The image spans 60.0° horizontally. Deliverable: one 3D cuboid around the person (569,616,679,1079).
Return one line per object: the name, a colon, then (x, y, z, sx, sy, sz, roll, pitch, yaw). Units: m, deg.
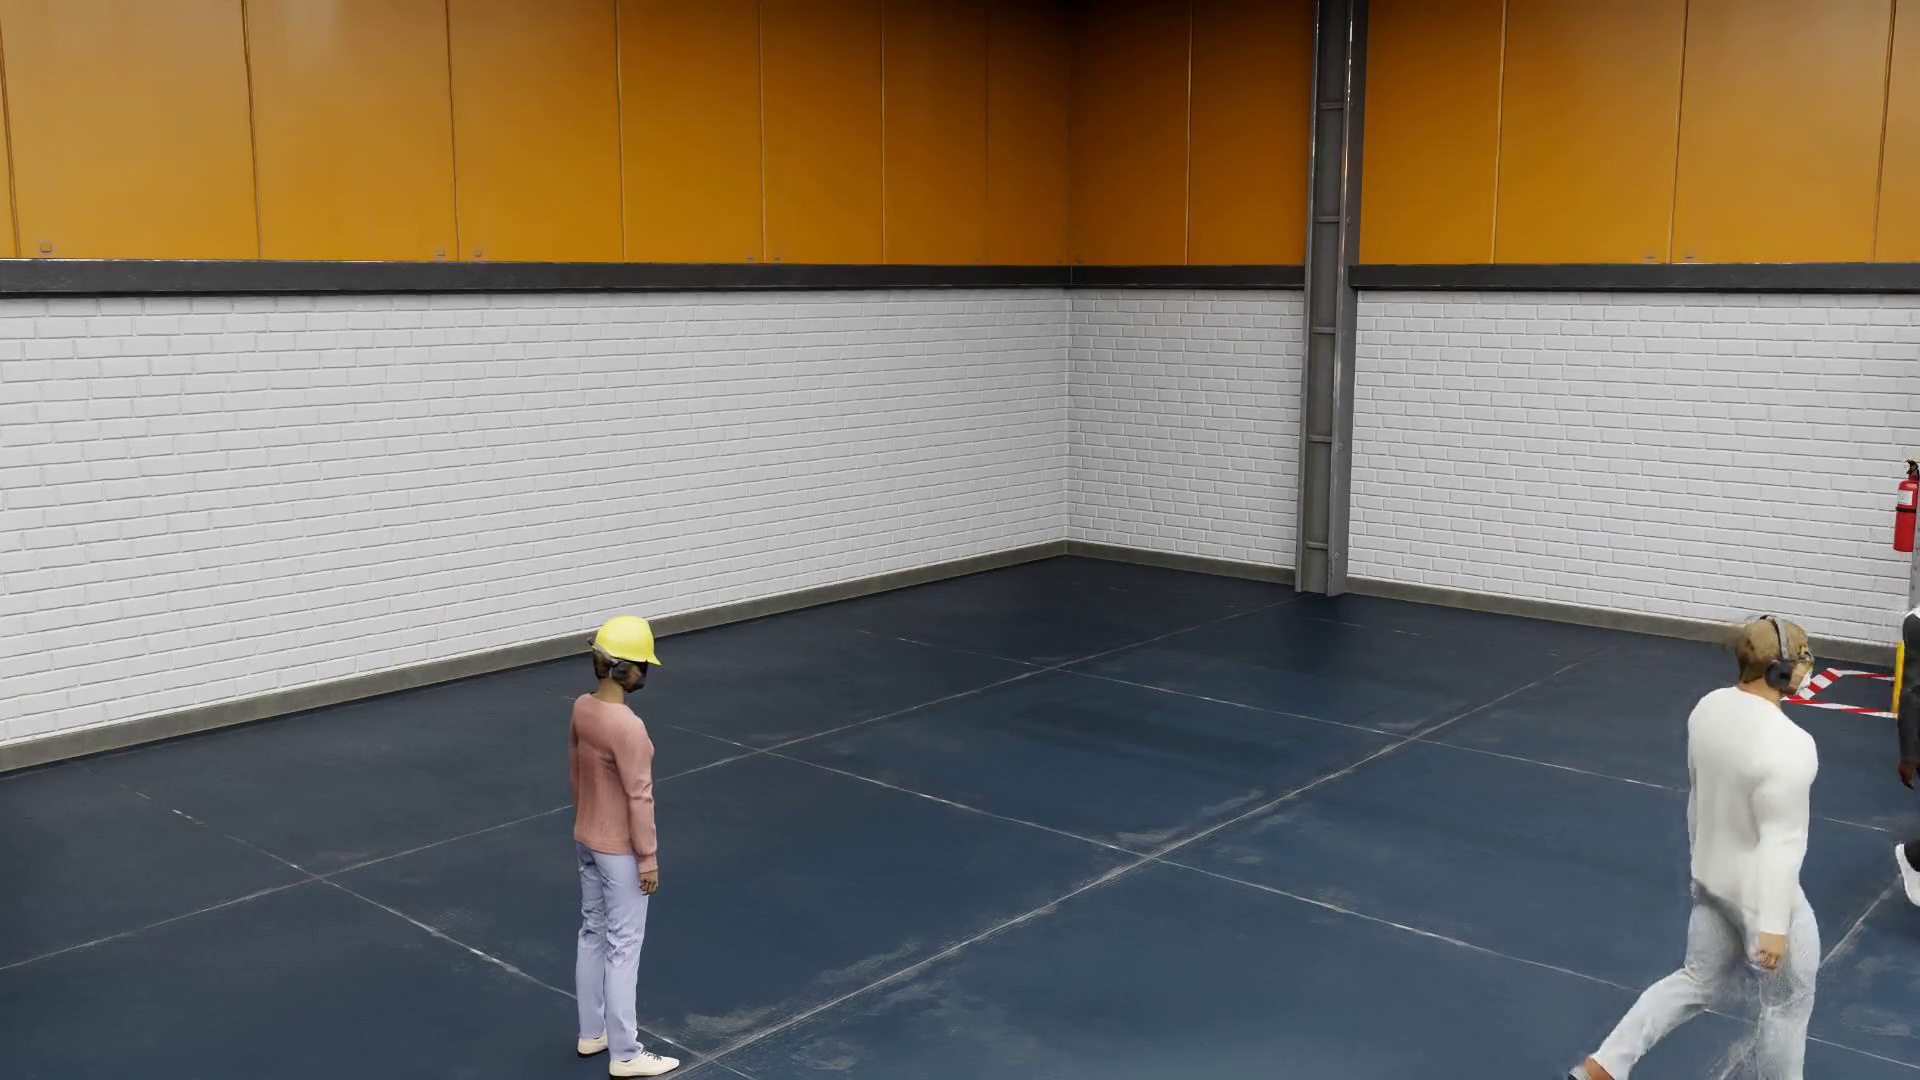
person: (-1.287, 1.157, 6.342, 0.334, 1.757, 0.533, -7, 11, -37)

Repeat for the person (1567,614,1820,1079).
person: (2.614, 1.186, 5.693, 0.891, 1.914, 0.637, -1, 9, -4)

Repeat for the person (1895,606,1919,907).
person: (4.477, 0.898, 7.521, 0.595, 1.902, 0.619, -1, 9, -6)
